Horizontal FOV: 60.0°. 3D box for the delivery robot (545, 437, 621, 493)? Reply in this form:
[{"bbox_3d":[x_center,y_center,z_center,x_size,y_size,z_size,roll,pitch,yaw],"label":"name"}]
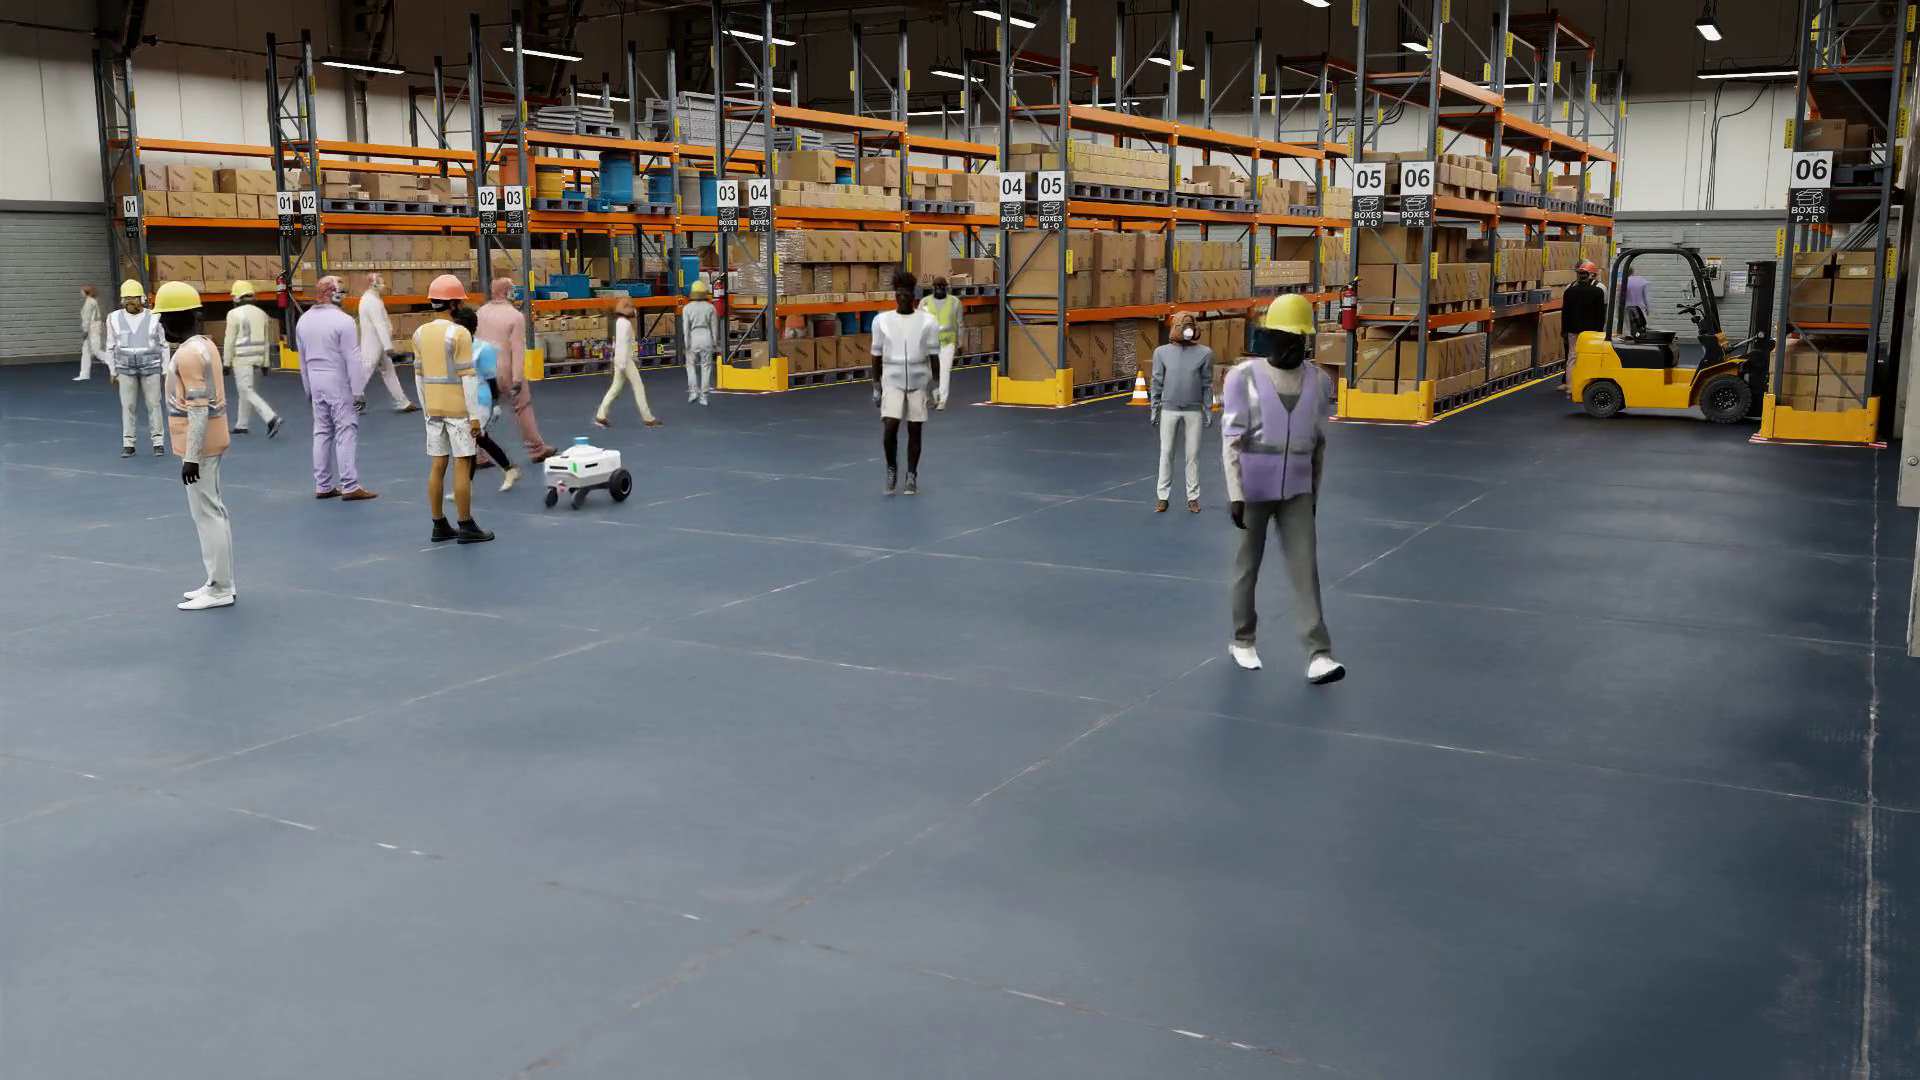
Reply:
[{"bbox_3d":[-3.154,-0.616,13.915,0.477,0.478,0.707,4,10,22],"label":"delivery robot"}]

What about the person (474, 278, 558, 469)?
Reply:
[{"bbox_3d":[-4.469,-1.647,16.431,0.666,1.856,0.994,4,11,24],"label":"person"}]

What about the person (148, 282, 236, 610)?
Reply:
[{"bbox_3d":[-4.513,-0.550,9.796,0.382,1.922,0.594,-3,10,-17],"label":"person"}]

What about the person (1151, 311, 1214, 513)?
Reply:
[{"bbox_3d":[1.796,-1.033,13.468,0.507,1.635,0.273,1,10,6],"label":"person"}]

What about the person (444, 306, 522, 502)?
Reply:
[{"bbox_3d":[-4.125,-1.190,14.328,0.538,1.658,0.841,7,12,36],"label":"person"}]

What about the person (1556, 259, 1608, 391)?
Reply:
[{"bbox_3d":[9.488,-3.281,25.452,0.539,2.000,0.689,-9,13,-43],"label":"person"}]

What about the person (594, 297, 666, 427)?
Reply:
[{"bbox_3d":[-4.049,-2.146,20.128,0.839,1.591,0.501,-4,10,-22],"label":"person"}]

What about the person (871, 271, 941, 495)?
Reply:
[{"bbox_3d":[-0.461,-1.337,14.355,0.608,1.947,0.584,-1,10,-3],"label":"person"}]

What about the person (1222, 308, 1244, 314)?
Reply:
[{"bbox_3d":[5.833,-4.914,35.549,0.637,1.863,0.993,7,12,35],"label":"person"}]

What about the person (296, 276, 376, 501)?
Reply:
[{"bbox_3d":[-5.307,-1.287,14.169,0.651,1.906,0.403,5,11,27],"label":"person"}]

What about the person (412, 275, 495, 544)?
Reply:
[{"bbox_3d":[-3.675,-0.938,12.031,0.543,1.939,0.360,5,11,28],"label":"person"}]

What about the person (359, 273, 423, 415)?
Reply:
[{"bbox_3d":[-7.634,-2.556,21.774,1.019,1.853,0.652,-4,10,-22],"label":"person"}]

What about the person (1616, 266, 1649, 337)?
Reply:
[{"bbox_3d":[14.083,-4.821,34.899,0.705,1.893,0.431,-1,10,-5],"label":"person"}]

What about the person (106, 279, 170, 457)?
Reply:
[{"bbox_3d":[-8.485,-1.767,17.194,0.592,1.832,0.404,-3,10,-17],"label":"person"}]

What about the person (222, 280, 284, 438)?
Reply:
[{"bbox_3d":[-8.095,-2.058,18.972,0.815,1.809,0.588,2,10,13],"label":"person"}]

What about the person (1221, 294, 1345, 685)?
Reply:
[{"bbox_3d":[1.570,-0.236,8.083,0.600,1.884,0.927,-2,10,-11],"label":"person"}]

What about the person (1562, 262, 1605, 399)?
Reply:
[{"bbox_3d":[9.046,-3.028,24.132,0.611,1.985,0.393,8,13,40],"label":"person"}]

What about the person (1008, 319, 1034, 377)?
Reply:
[{"bbox_3d":[0.985,-3.652,28.191,0.569,1.845,0.385,0,10,2],"label":"person"}]

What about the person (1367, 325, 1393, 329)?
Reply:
[{"bbox_3d":[7.242,-3.799,28.472,0.611,2.042,0.395,8,12,37],"label":"person"}]

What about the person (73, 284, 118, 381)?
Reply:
[{"bbox_3d":[-14.444,-3.469,27.775,0.742,1.614,0.513,-5,11,-27],"label":"person"}]

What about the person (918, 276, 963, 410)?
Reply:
[{"bbox_3d":[-0.274,-2.688,22.664,0.628,1.818,0.807,1,10,7],"label":"person"}]

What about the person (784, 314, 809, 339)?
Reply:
[{"bbox_3d":[-2.966,-3.849,29.880,0.533,1.660,0.831,4,10,22],"label":"person"}]

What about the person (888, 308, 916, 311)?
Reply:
[{"bbox_3d":[-1.227,-4.857,35.017,0.630,1.923,0.461,0,10,-1],"label":"person"}]

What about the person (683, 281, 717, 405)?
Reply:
[{"bbox_3d":[-3.654,-2.764,23.346,0.490,1.727,0.530,-3,10,-17],"label":"person"}]
